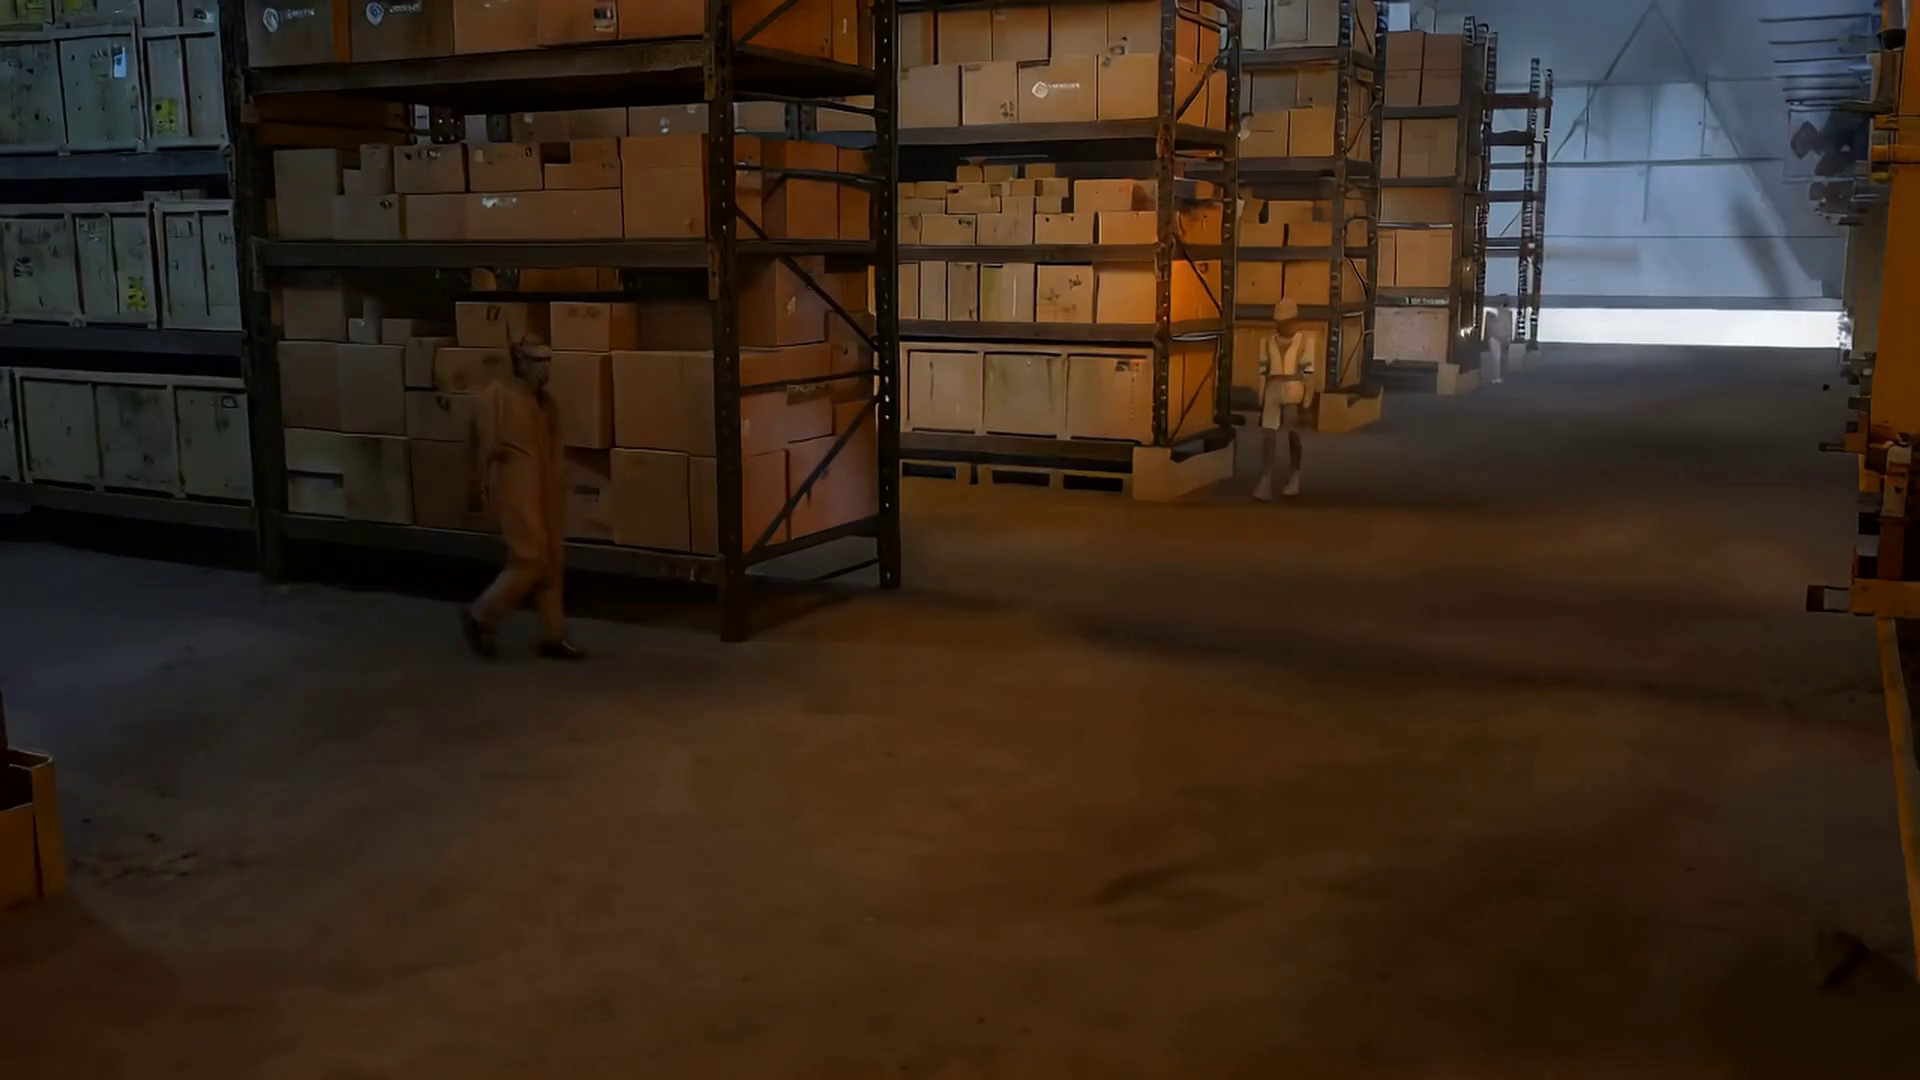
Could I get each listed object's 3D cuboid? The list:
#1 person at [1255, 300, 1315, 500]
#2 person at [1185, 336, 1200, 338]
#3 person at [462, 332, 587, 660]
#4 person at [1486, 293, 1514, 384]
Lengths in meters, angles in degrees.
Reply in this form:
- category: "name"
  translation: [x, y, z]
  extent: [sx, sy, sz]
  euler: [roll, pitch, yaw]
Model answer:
- category: "person"
  translation: [3.081, -1.325, 15.793]
  extent: [0.564, 1.876, 1.006]
  euler: [4, 11, 24]
- category: "person"
  translation: [2.778, -2.138, 20.924]
  extent: [0.576, 1.735, 0.423]
  euler: [-5, 11, -28]
- category: "person"
  translation: [-2.490, -0.236, 9.457]
  extent: [0.582, 1.891, 0.648]
  euler: [3, 10, 18]
- category: "person"
  translation: [9.670, -3.623, 29.854]
  extent: [0.527, 1.627, 0.579]
  euler: [-1, 10, -5]
